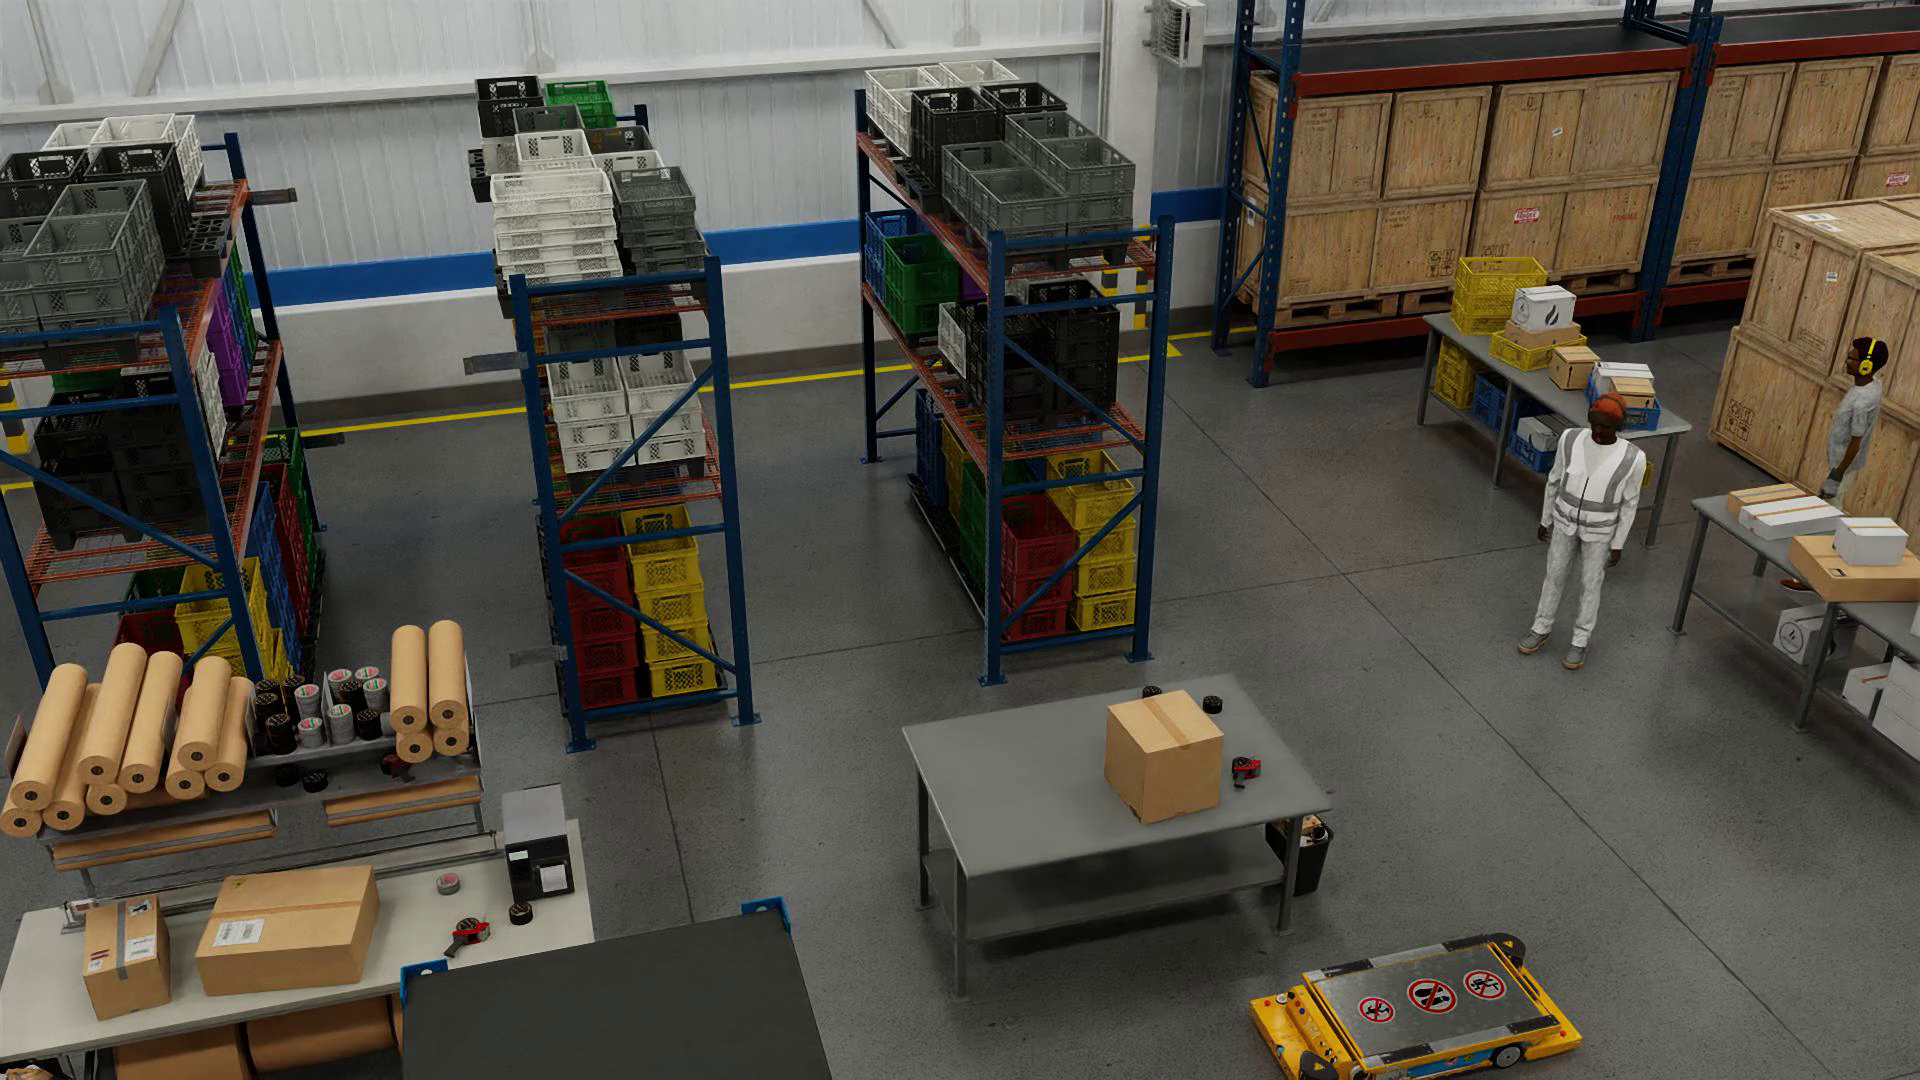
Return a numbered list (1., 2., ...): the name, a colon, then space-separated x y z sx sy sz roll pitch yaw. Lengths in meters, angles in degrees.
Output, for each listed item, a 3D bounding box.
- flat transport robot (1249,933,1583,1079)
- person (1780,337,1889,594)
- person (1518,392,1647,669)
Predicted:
1. flat transport robot: 2.184 2.282 7.980 1.431 0.197 0.652 -8 30 -14
2. person: 6.023 -0.512 11.417 0.329 1.872 0.507 15 32 25
3. person: 3.969 -0.069 10.595 0.574 1.885 0.356 22 36 34
